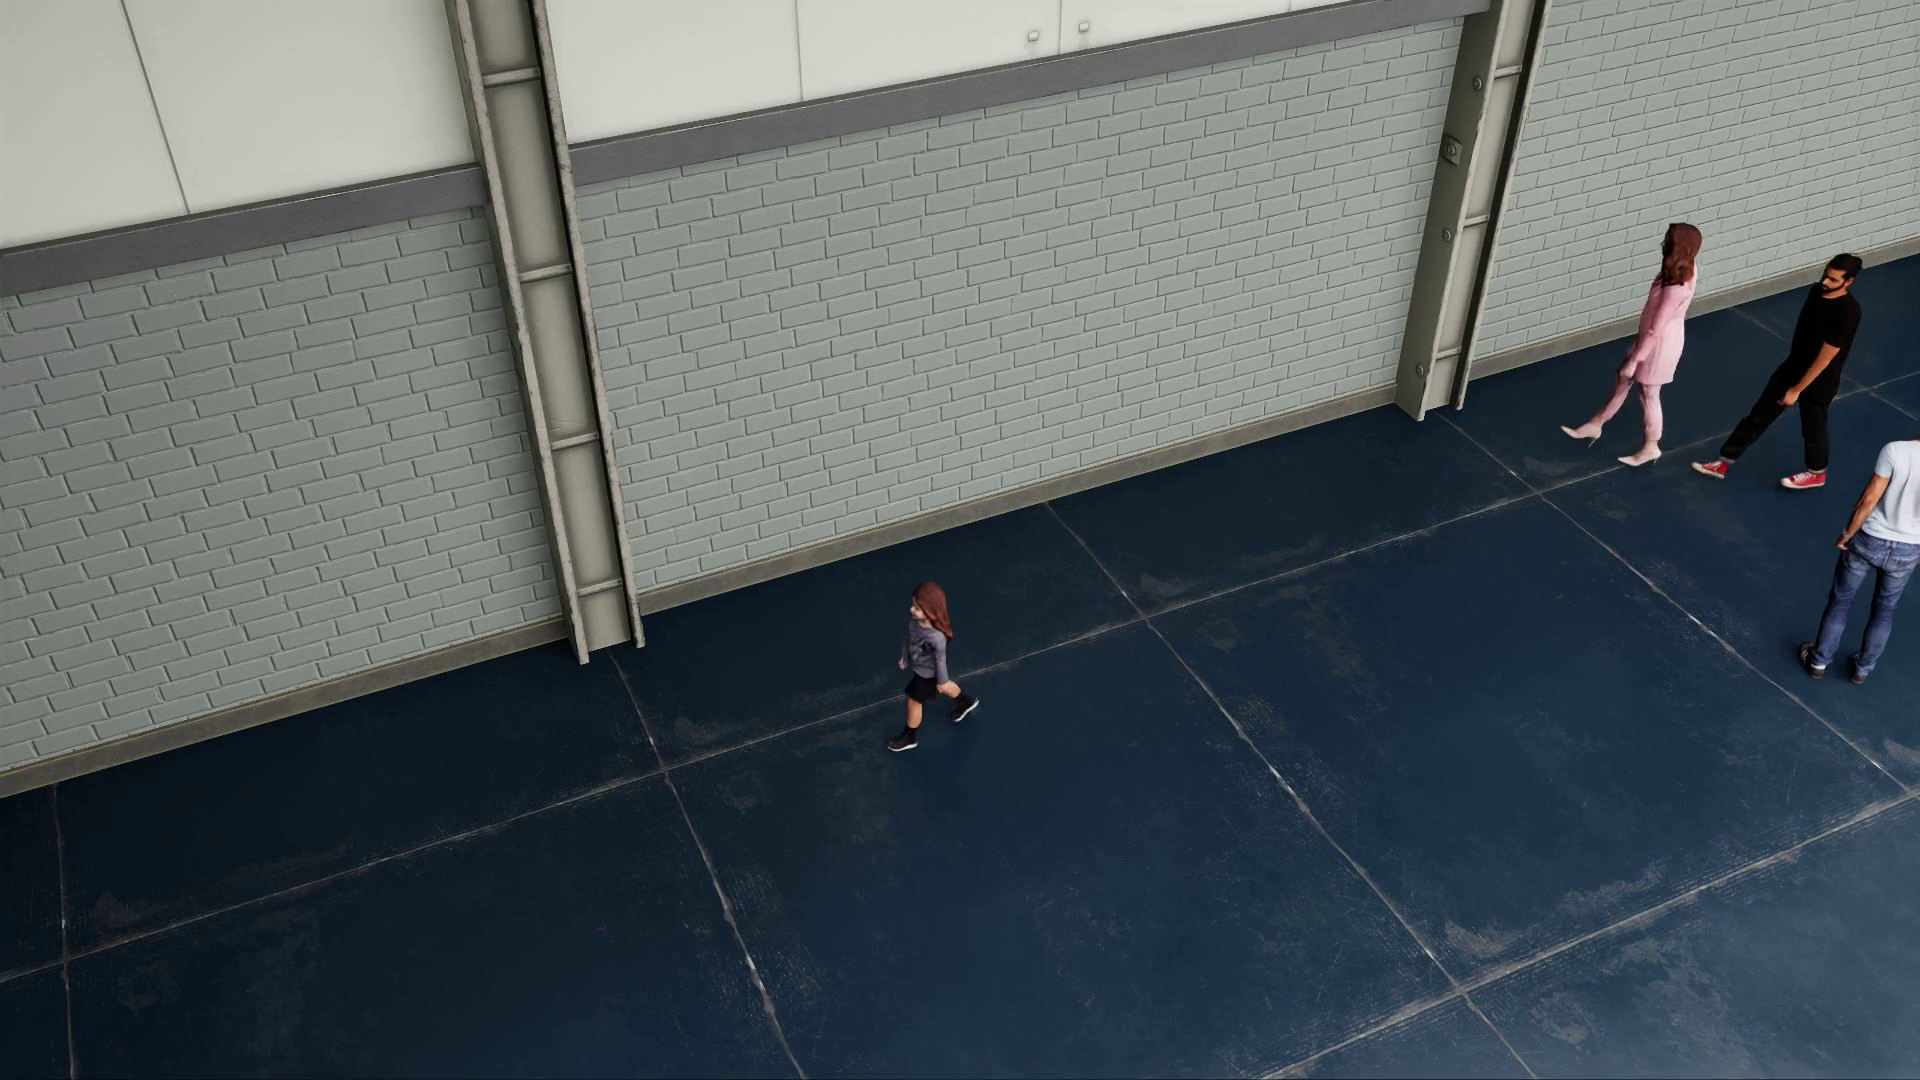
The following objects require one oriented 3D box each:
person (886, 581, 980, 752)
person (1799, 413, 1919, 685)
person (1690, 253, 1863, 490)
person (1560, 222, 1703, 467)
[{"bbox_3d":[-0.130,0.646,8.924,0.791,1.077,0.476,-15,40,-18],"label":"person"},{"bbox_3d":[5.075,0.007,9.101,0.692,1.865,0.773,10,39,12],"label":"person"},{"bbox_3d":[5.454,-1.008,10.531,1.184,1.701,0.812,-5,38,-7],"label":"person"},{"bbox_3d":[4.563,-1.203,10.716,1.010,1.781,0.966,16,41,19],"label":"person"}]
